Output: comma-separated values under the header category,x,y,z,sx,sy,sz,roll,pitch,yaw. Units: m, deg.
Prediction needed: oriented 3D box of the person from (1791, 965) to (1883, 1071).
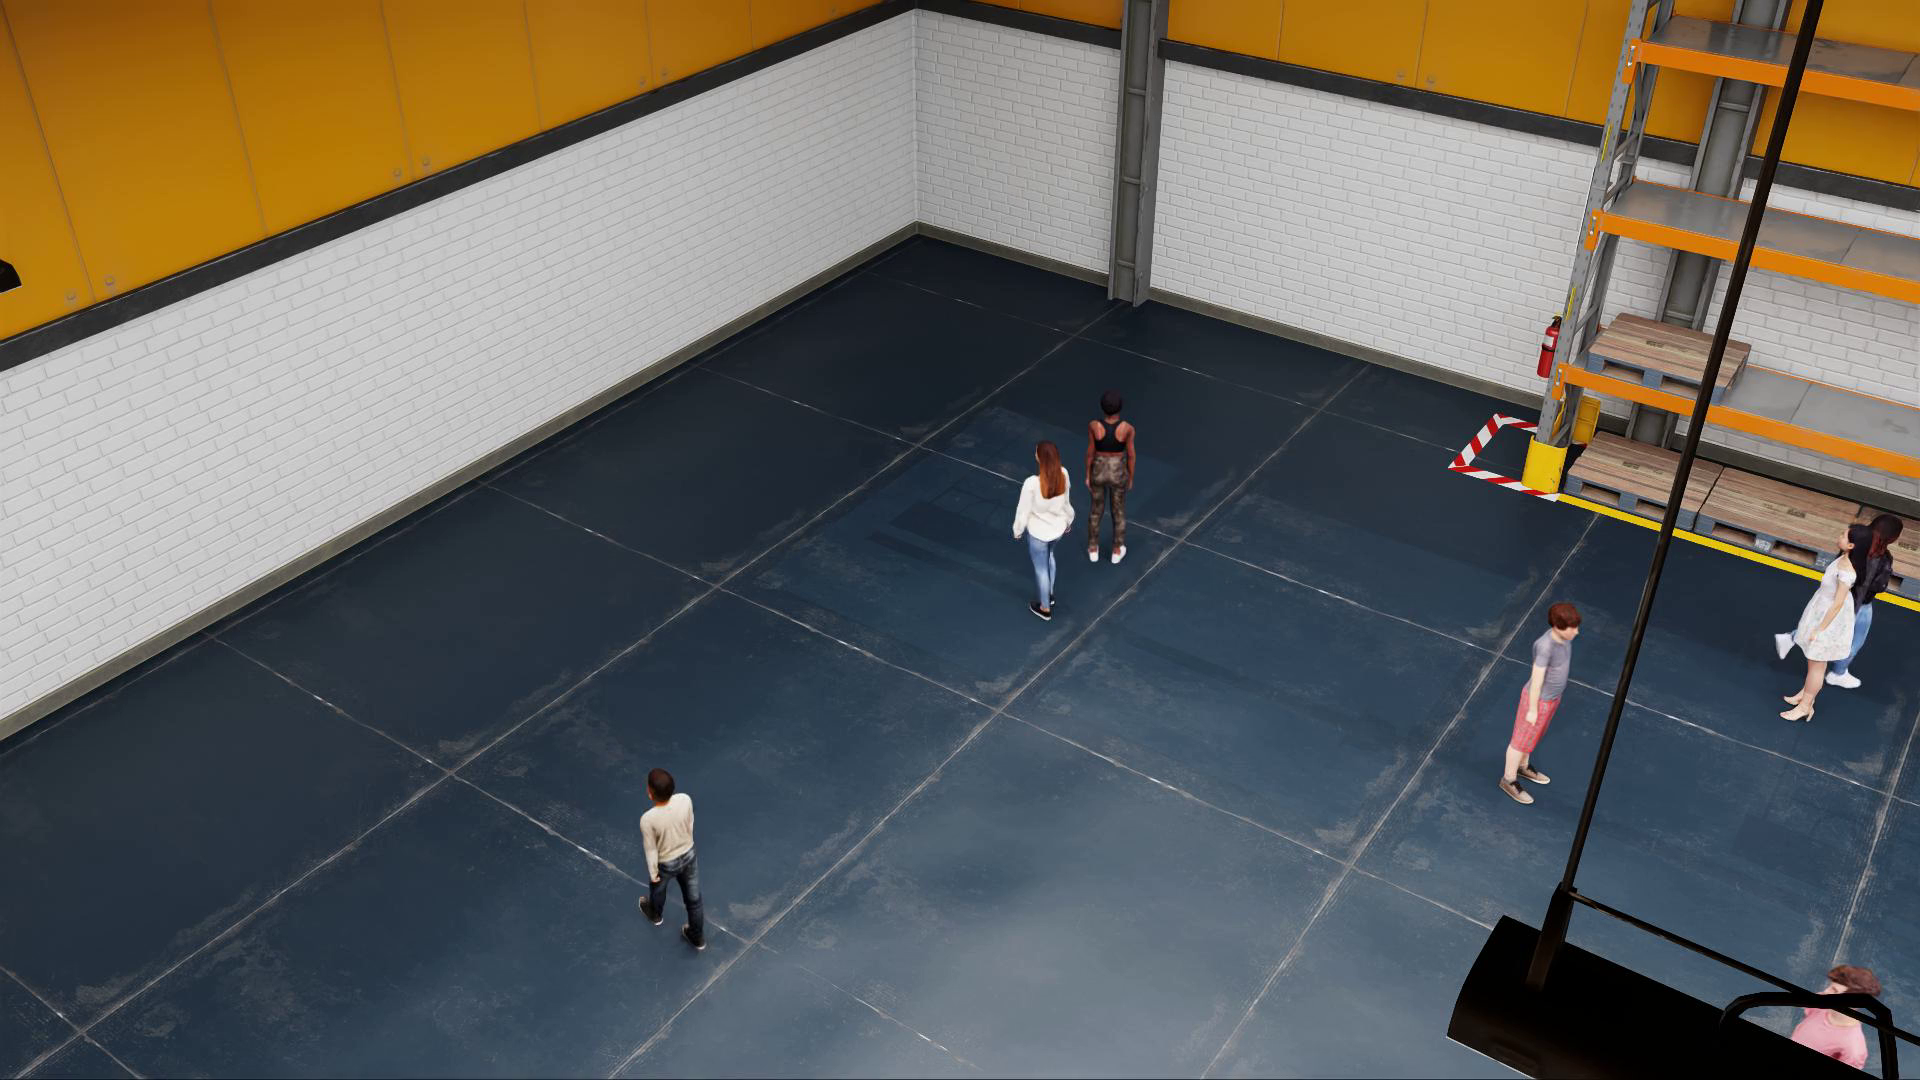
category,x,y,z,sx,sy,sz,roll,pitch,yaw
person,4.596,3.003,8.992,0.741,1.958,0.724,1,34,2

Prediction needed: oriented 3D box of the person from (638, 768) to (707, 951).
category,x,y,z,sx,sy,sz,roll,pitch,yaw
person,-1.822,2.110,10.799,0.716,1.443,0.898,-21,39,-28

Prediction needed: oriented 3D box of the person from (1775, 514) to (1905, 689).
category,x,y,z,sx,sy,sz,roll,pitch,yaw
person,6.964,0.472,13.112,1.034,1.612,0.851,7,34,11

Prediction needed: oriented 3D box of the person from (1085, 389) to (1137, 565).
category,x,y,z,sx,sy,sz,roll,pitch,yaw
person,1.308,-0.558,14.582,0.595,1.700,0.718,5,34,8

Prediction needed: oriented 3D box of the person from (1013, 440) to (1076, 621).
category,x,y,z,sx,sy,sz,roll,pitch,yaw
person,0.755,-0.042,13.823,0.736,1.681,0.740,-19,38,-26

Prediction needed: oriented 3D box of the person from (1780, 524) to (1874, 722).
category,x,y,z,sx,sy,sz,roll,pitch,yaw
person,6.635,0.631,12.725,0.625,1.774,0.641,20,38,27

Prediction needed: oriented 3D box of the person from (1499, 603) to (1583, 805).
category,x,y,z,sx,sy,sz,roll,pitch,yaw
person,4.214,1.138,12.075,0.557,1.651,0.612,27,42,34
